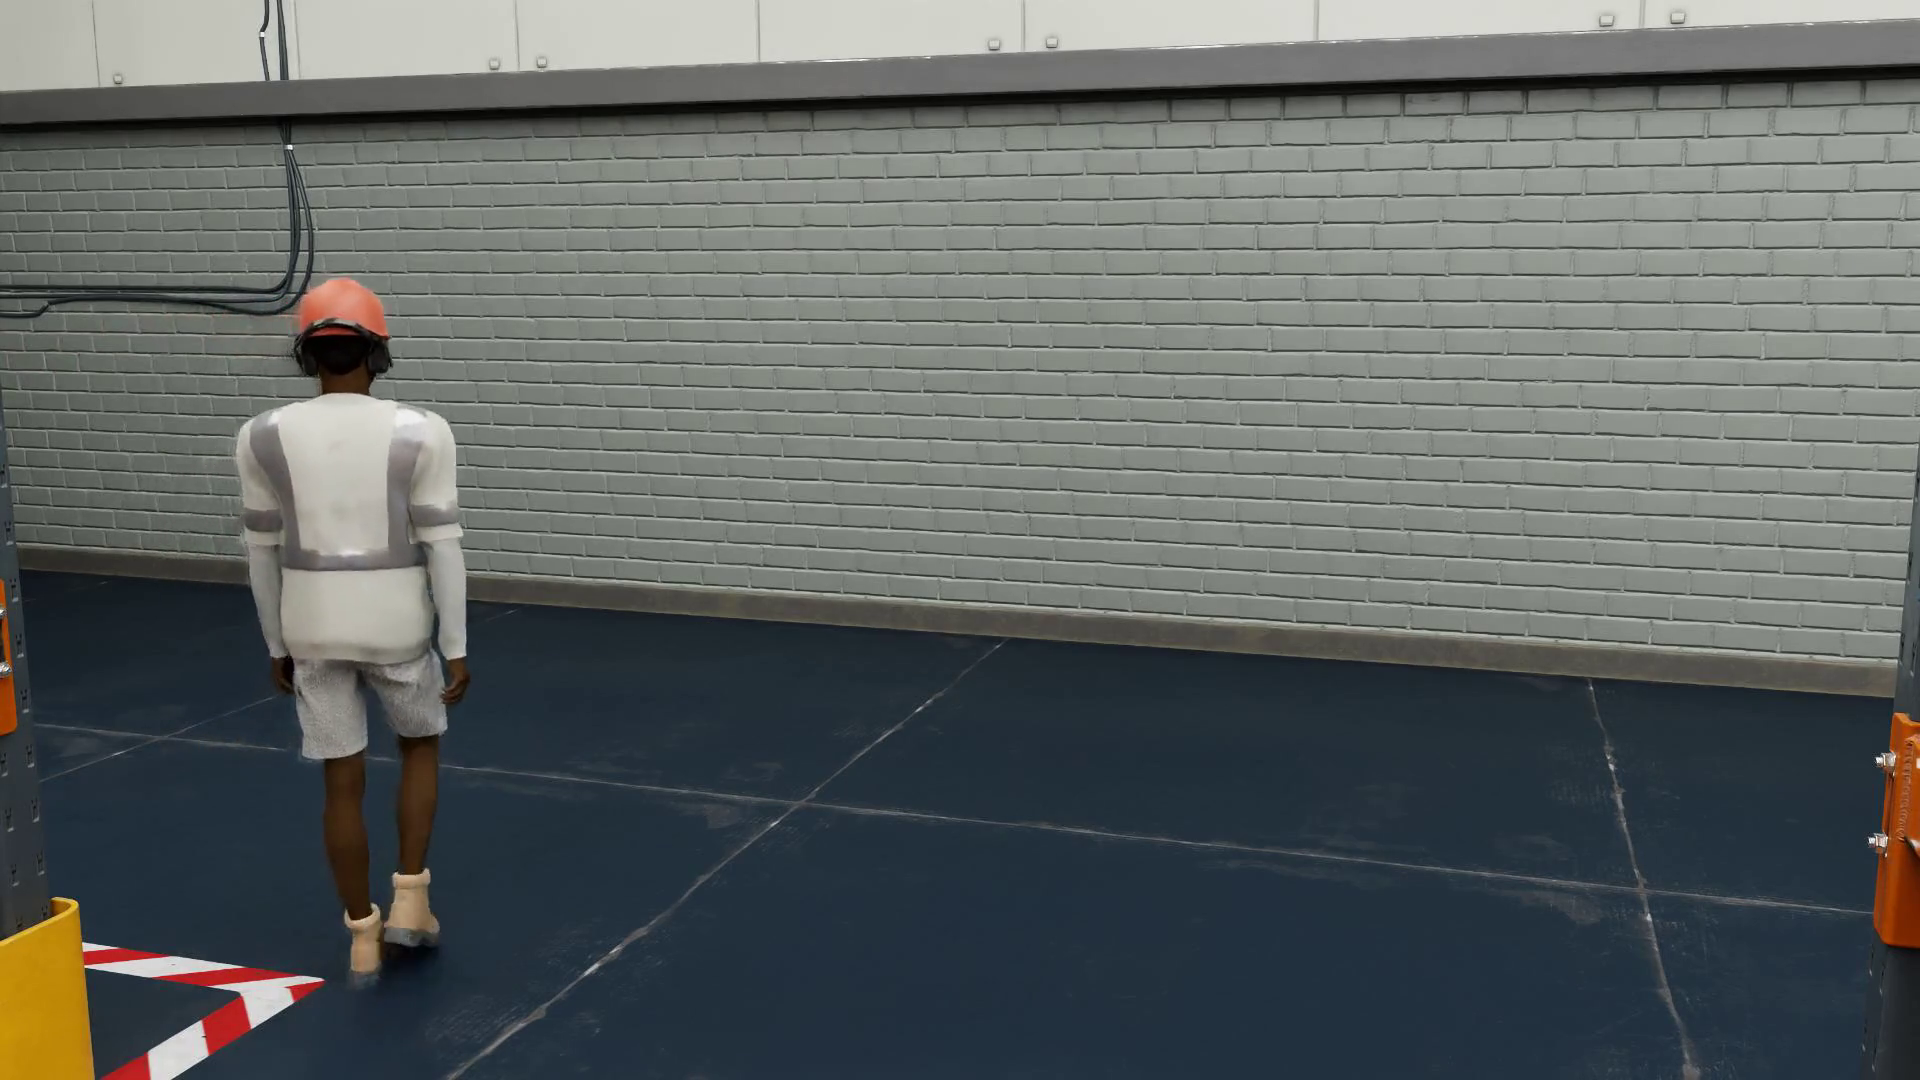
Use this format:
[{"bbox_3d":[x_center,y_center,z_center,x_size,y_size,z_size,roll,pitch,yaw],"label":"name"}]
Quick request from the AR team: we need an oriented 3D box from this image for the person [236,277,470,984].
[{"bbox_3d":[-1.729,0.260,4.827,0.624,2.023,0.487,-1,10,-8],"label":"person"}]
